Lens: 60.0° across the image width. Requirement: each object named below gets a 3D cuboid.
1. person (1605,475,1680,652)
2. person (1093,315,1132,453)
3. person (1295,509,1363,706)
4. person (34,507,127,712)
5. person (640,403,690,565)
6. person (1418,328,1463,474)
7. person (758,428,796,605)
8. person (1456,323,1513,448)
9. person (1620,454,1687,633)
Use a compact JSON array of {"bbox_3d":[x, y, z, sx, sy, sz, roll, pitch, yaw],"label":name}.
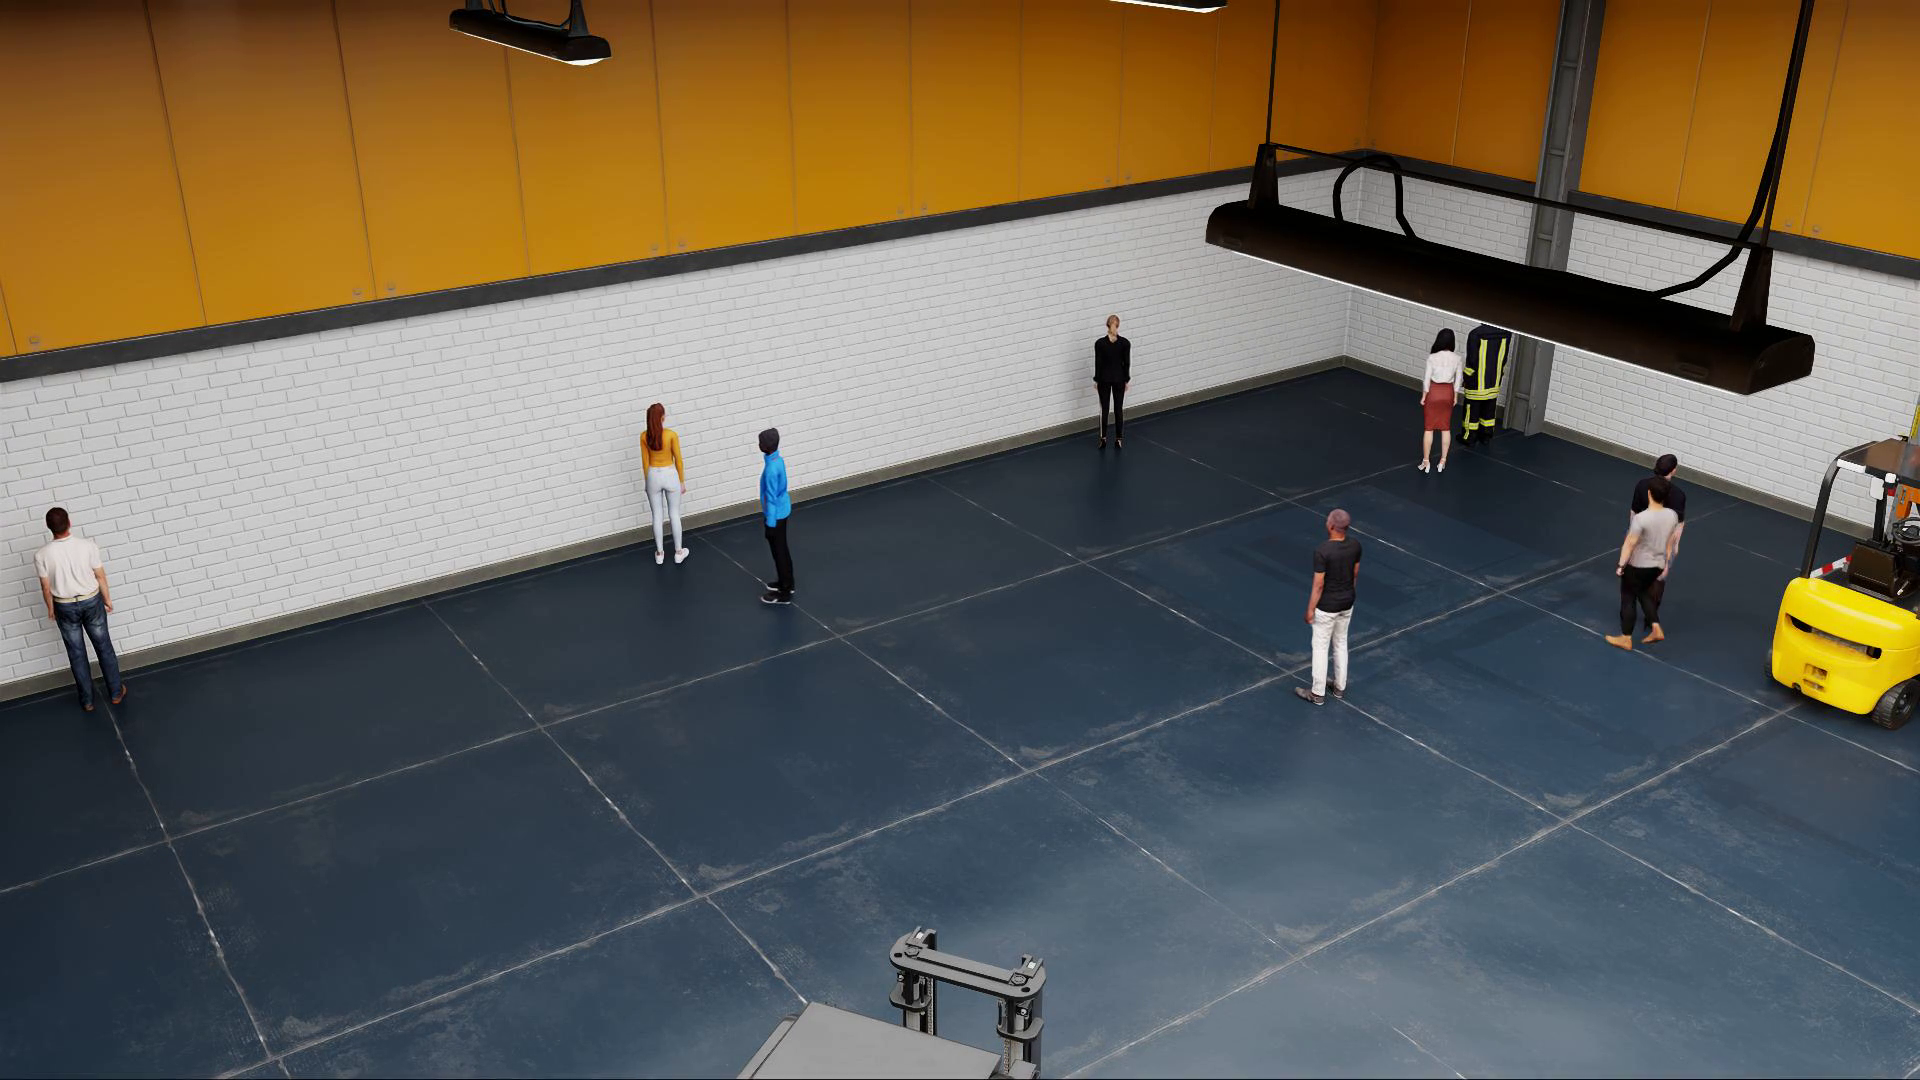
[{"bbox_3d":[6.377,0.247,15.312,0.703,1.713,0.774,-8,25,-17],"label":"person"},{"bbox_3d":[1.845,-1.909,20.254,0.699,1.707,0.728,1,24,1],"label":"person"},{"bbox_3d":[3.237,0.573,14.453,0.667,1.805,0.619,-13,27,-27],"label":"person"},{"bbox_3d":[-7.610,0.584,14.363,0.678,1.856,0.589,-13,27,-27],"label":"person"},{"bbox_3d":[-3.066,-0.590,17.181,0.681,1.751,0.719,0,24,-1],"label":"person"},{"bbox_3d":[5.643,-1.642,19.588,0.672,1.750,0.698,1,24,1],"label":"person"},{"bbox_3d":[-1.789,-0.244,16.338,0.756,1.793,0.662,0,24,0],"label":"person"},{"bbox_3d":[6.441,-2.058,20.449,0.836,1.822,0.803,-6,24,-14],"label":"person"},{"bbox_3d":[6.573,0.011,15.794,0.748,1.760,0.572,-19,30,-37],"label":"person"}]
